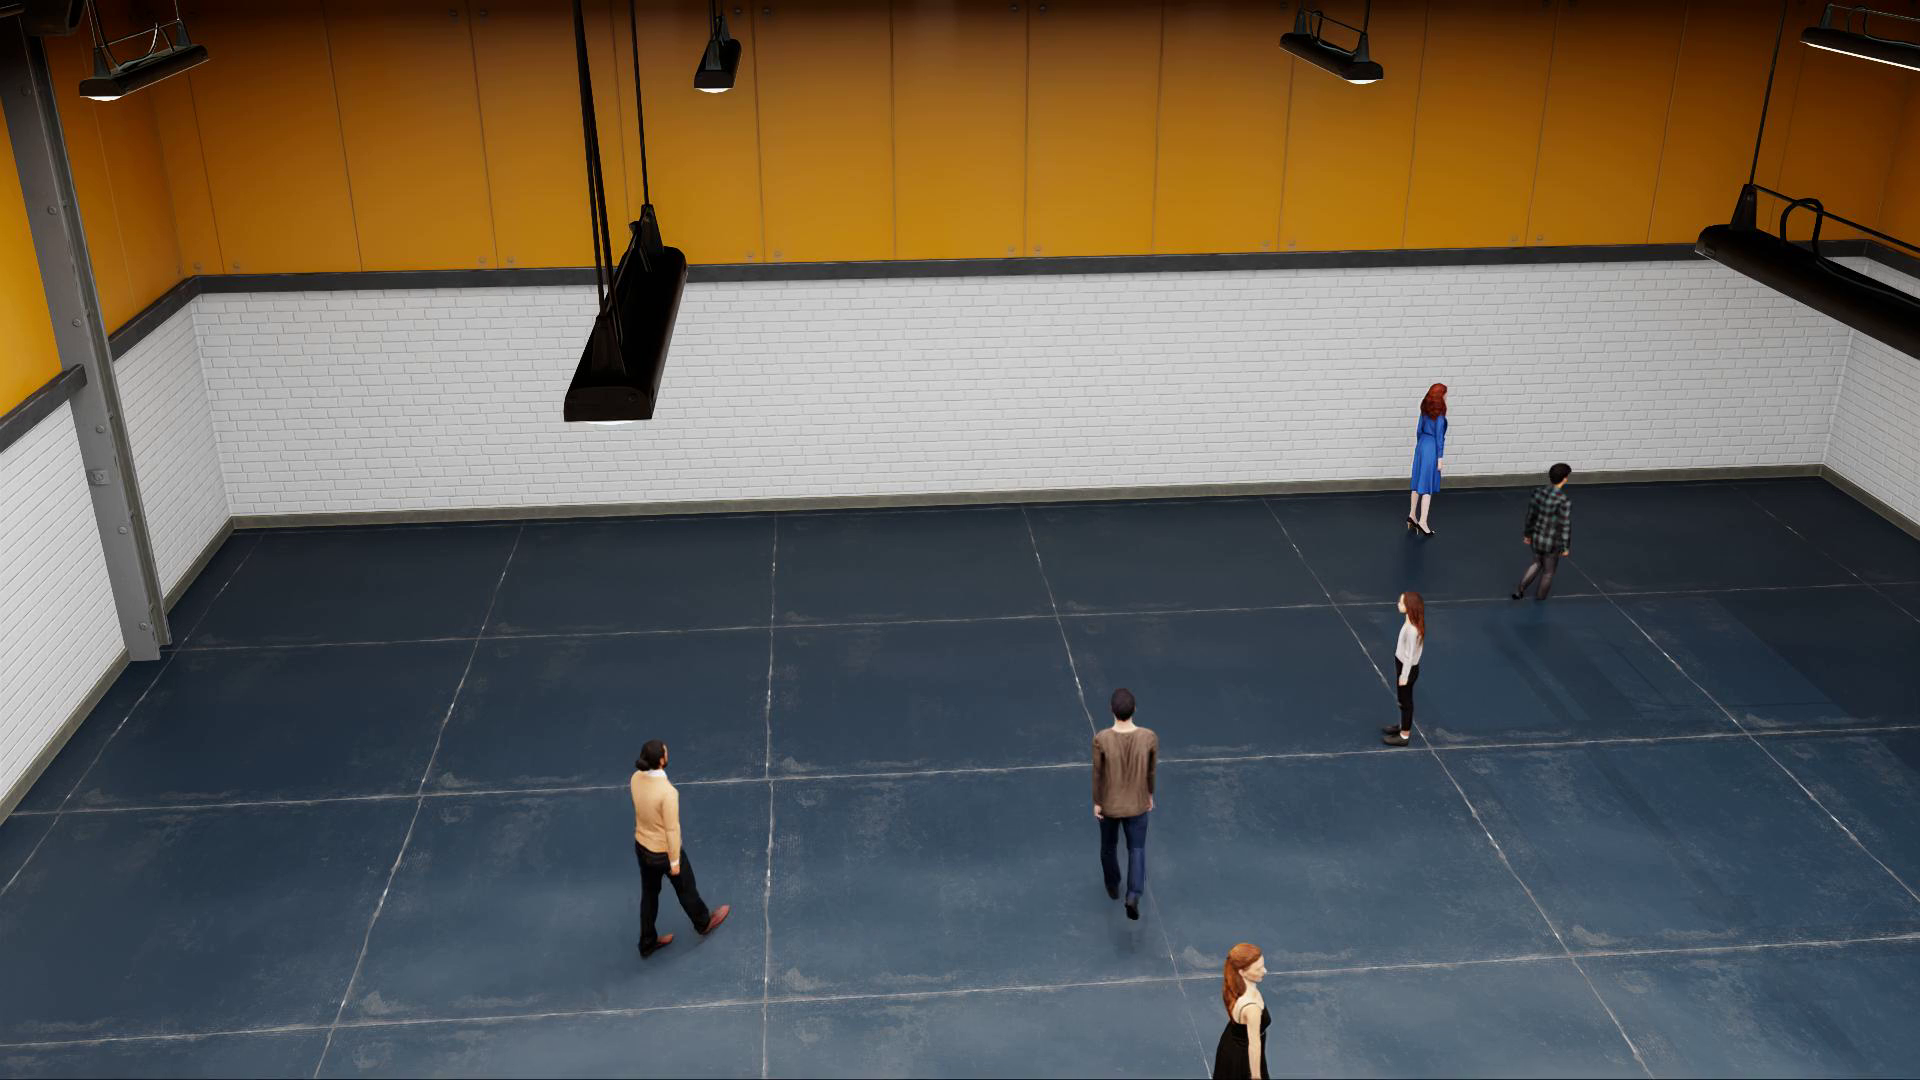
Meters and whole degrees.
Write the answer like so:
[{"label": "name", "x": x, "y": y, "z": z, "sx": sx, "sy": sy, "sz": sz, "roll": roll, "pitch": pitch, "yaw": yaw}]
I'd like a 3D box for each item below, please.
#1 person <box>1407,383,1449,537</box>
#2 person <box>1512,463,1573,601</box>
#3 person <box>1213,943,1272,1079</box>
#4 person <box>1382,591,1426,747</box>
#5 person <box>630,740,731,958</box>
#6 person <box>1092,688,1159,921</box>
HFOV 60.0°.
[{"label": "person", "x": 5.429, "y": -0.946, "z": 19.296, "sx": 0.722, "sy": 1.827, "sz": 0.573, "roll": -7, "pitch": 24, "yaw": -15}, {"label": "person", "x": 6.193, "y": -0.004, "z": 17.704, "sx": 0.859, "sy": 1.704, "sz": 0.812, "roll": -13, "pitch": 27, "yaw": -28}, {"label": "person", "x": 1.701, "y": 3.158, "z": 10.157, "sx": 0.624, "sy": 1.626, "sz": 0.499, "roll": -3, "pitch": 24, "yaw": -7}, {"label": "person", "x": 4.027, "y": 1.146, "z": 14.936, "sx": 0.656, "sy": 1.485, "sz": 0.511, "roll": 5, "pitch": 24, "yaw": 12}, {"label": "person", "x": -2.228, "y": 2.271, "z": 12.055, "sx": 1.029, "sy": 1.731, "sz": 1.092, "roll": 19, "pitch": 30, "yaw": 37}, {"label": "person", "x": 1.241, "y": 2.004, "z": 12.490, "sx": 0.698, "sy": 1.871, "sz": 1.019, "roll": -1, "pitch": 24, "yaw": -1}]
